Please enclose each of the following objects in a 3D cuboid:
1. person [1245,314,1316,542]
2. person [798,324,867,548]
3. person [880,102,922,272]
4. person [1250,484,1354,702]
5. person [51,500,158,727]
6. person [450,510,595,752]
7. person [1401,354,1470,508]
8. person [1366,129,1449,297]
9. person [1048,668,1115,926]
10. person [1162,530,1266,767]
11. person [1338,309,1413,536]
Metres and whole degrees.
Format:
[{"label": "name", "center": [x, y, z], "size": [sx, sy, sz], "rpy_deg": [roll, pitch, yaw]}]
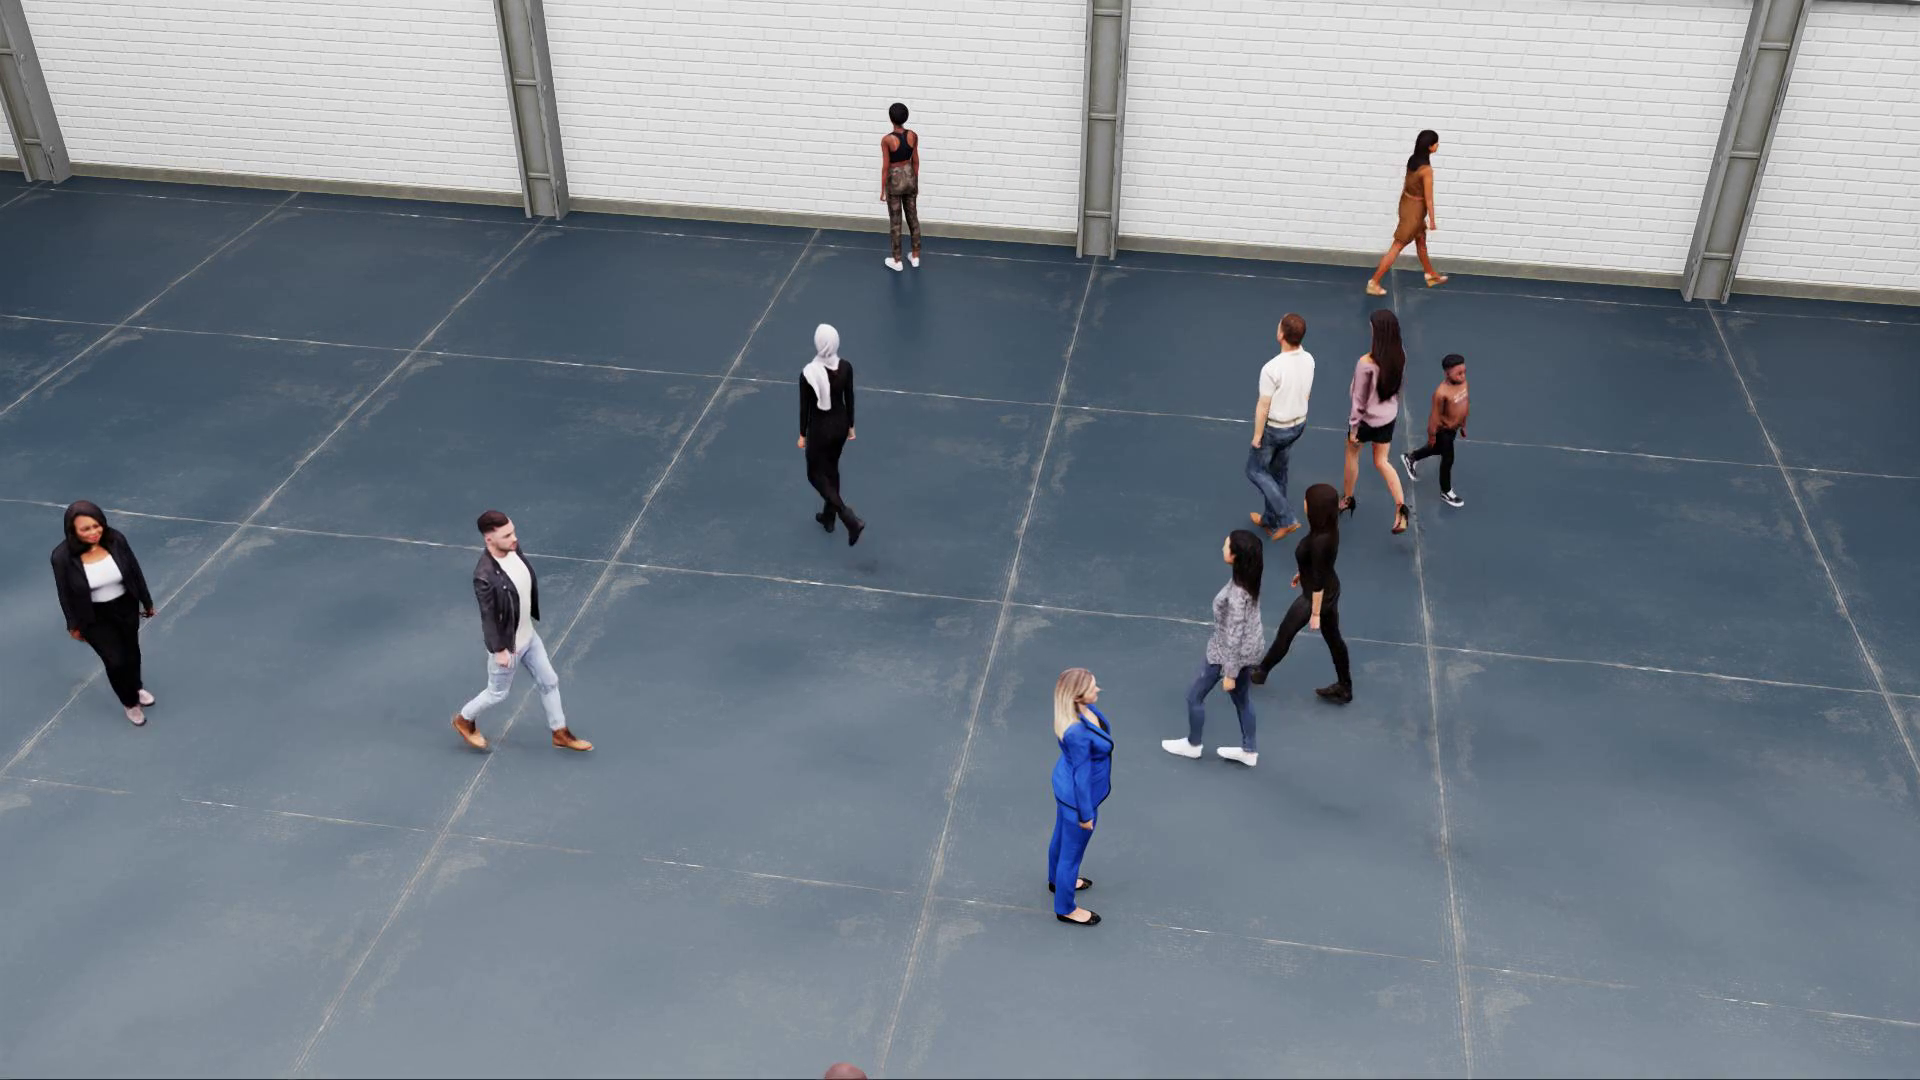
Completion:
[{"label": "person", "center": [2.415, -0.769, 12.263], "size": [0.935, 1.839, 0.989], "rpy_deg": [-19, 38, -27]}, {"label": "person", "center": [-0.933, -0.727, 12.270], "size": [0.966, 1.762, 1.042], "rpy_deg": [-22, 39, -29]}, {"label": "person", "center": [-0.590, -3.516, 16.522], "size": [0.636, 1.699, 0.718], "rpy_deg": [-17, 37, -23]}, {"label": "person", "center": [2.387, 0.391, 10.733], "size": [1.105, 1.601, 0.784], "rpy_deg": [15, 37, 22]}, {"label": "person", "center": [-5.517, 0.422, 10.688], "size": [0.829, 1.599, 0.800], "rpy_deg": [23, 40, 30]}, {"label": "person", "center": [-2.853, 0.594, 10.238], "size": [1.143, 1.810, 0.698], "rpy_deg": [8, 34, 12]}, {"label": "person", "center": [3.763, -0.913, 13.023], "size": [0.828, 1.237, 0.935], "rpy_deg": [-26, 41, -33]}, {"label": "person", "center": [4.248, -3.074, 15.914], "size": [1.143, 1.636, 0.801], "rpy_deg": [-4, 34, -6]}, {"label": "person", "center": [0.626, 1.390, 9.140], "size": [0.625, 1.701, 0.668], "rpy_deg": [-2, 34, -3]}, {"label": "person", "center": [1.754, 0.716, 10.147], "size": [0.916, 1.708, 0.785], "rpy_deg": [16, 37, 23]}, {"label": "person", "center": [3.159, -0.824, 12.398], "size": [1.069, 1.782, 1.059], "rpy_deg": [-16, 37, -23]}]
